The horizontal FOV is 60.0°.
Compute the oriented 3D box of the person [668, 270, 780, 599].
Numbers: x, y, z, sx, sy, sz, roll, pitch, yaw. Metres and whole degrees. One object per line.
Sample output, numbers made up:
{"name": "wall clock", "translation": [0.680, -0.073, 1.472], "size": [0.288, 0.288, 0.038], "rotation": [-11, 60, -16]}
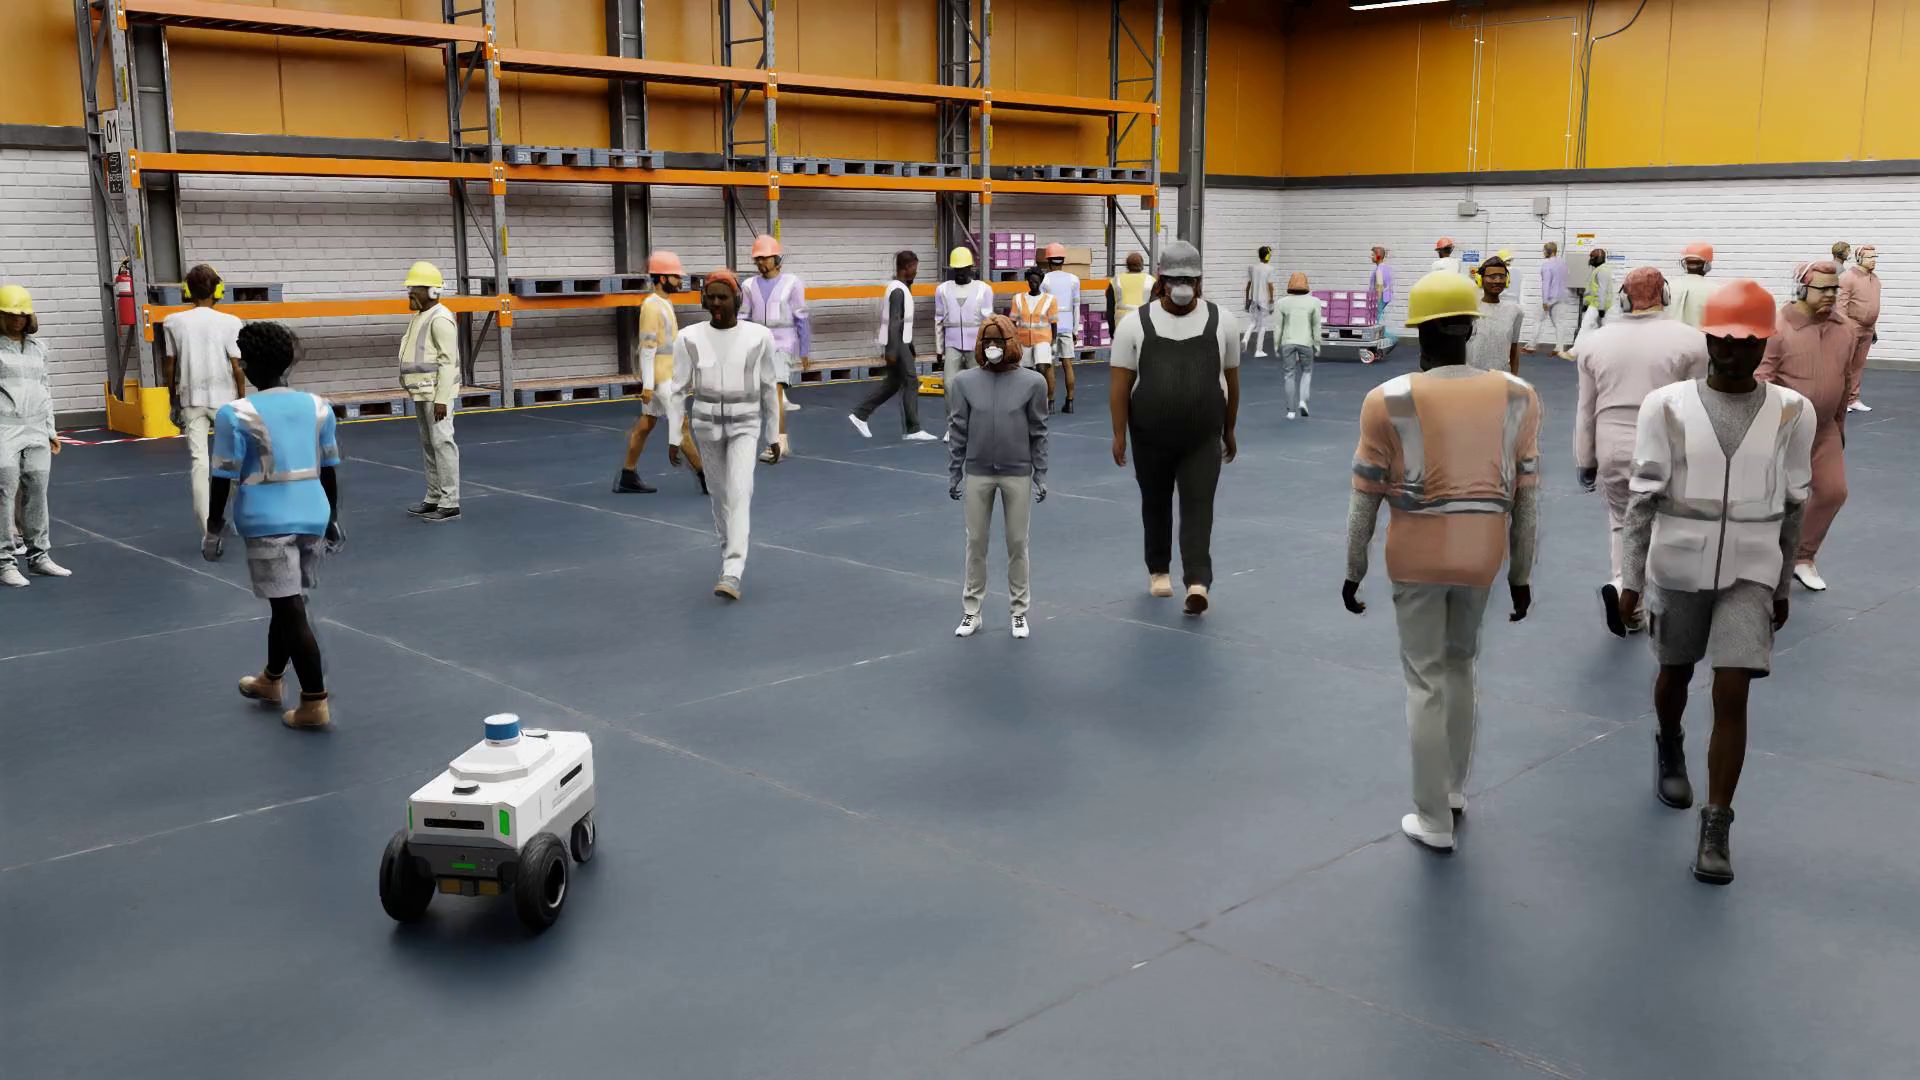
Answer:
{"name": "person", "translation": [-1.345, -0.610, 9.452], "size": [0.607, 1.826, 1.015], "rotation": [0, 10, 2]}

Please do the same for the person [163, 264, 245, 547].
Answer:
{"name": "person", "translation": [-4.923, -0.879, 10.907], "size": [0.535, 1.824, 0.935], "rotation": [-3, 11, -14]}

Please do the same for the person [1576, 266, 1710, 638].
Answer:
{"name": "person", "translation": [3.359, -0.414, 8.269], "size": [0.673, 1.876, 0.654], "rotation": [-10, 14, -43]}

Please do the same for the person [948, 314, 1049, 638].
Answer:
{"name": "person", "translation": [0.191, -0.315, 8.373], "size": [0.508, 1.632, 0.264], "rotation": [2, 11, 9]}

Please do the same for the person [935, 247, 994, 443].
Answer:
{"name": "person", "translation": [0.041, -1.885, 16.191], "size": [0.608, 1.898, 0.629], "rotation": [2, 11, 9]}

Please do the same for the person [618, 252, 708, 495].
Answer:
{"name": "person", "translation": [-2.243, -1.283, 12.949], "size": [0.997, 1.885, 0.565], "rotation": [-1, 10, -4]}

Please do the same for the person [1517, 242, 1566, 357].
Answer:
{"name": "person", "translation": [9.777, -4.019, 27.813], "size": [0.651, 1.899, 0.909], "rotation": [-8, 13, -37]}

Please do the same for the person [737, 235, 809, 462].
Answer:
{"name": "person", "translation": [-1.734, -1.689, 14.819], "size": [0.647, 2.009, 0.878], "rotation": [4, 11, 21]}

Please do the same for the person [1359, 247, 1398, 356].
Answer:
{"name": "person", "translation": [6.944, -3.928, 27.527], "size": [0.496, 1.830, 0.585], "rotation": [4, 11, 22]}

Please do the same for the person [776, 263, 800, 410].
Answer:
{"name": "person", "translation": [-2.268, -2.420, 19.236], "size": [0.745, 1.862, 0.583], "rotation": [0, 10, -2]}

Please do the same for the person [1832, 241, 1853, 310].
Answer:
{"name": "person", "translation": [12.118, -3.157, 23.037], "size": [0.372, 1.940, 0.630], "rotation": [5, 11, 23]}

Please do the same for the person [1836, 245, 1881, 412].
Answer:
{"name": "person", "translation": [10.329, -2.423, 19.118], "size": [0.637, 1.911, 0.403], "rotation": [-5, 12, -26]}

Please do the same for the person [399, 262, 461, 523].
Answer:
{"name": "person", "translation": [-3.762, -1.045, 11.810], "size": [0.404, 1.833, 0.592], "rotation": [-7, 13, -34]}

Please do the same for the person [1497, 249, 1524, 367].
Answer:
{"name": "person", "translation": [8.316, -3.568, 25.653], "size": [0.619, 1.795, 0.761], "rotation": [-5, 11, -25]}

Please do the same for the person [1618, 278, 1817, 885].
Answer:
{"name": "person", "translation": [2.497, 0.079, 5.535], "size": [0.558, 1.900, 0.987], "rotation": [4, 11, 19]}

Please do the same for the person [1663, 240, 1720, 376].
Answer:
{"name": "person", "translation": [6.262, -1.587, 14.356], "size": [0.639, 1.982, 0.568], "rotation": [10, 14, 43]}

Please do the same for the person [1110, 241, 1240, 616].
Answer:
{"name": "person", "translation": [1.159, -0.630, 8.977], "size": [0.704, 2.000, 1.035], "rotation": [1, 10, 5]}

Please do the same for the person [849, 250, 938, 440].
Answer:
{"name": "person", "translation": [-0.685, -1.929, 16.526], "size": [0.812, 1.883, 0.603], "rotation": [-1, 10, -5]}

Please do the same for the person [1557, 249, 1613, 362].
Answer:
{"name": "person", "translation": [10.083, -3.738, 26.590], "size": [0.944, 1.794, 0.640], "rotation": [5, 11, 24]}

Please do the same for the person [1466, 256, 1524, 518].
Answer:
{"name": "person", "translation": [3.766, -1.085, 11.917], "size": [0.511, 1.877, 0.328], "rotation": [0, 10, -2]}

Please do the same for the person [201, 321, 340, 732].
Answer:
{"name": "person", "translation": [-2.884, -0.060, 6.862], "size": [0.780, 1.662, 0.553], "rotation": [5, 12, 28]}

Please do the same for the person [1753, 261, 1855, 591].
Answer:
{"name": "person", "translation": [4.746, -0.621, 9.373], "size": [0.715, 1.882, 0.535], "rotation": [-2, 11, -13]}

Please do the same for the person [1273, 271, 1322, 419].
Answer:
{"name": "person", "translation": [3.710, -2.140, 18.328], "size": [0.520, 1.620, 0.341], "rotation": [2, 11, 9]}

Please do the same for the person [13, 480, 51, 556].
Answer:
{"name": "person", "translation": [-6.030, -0.725, 10.586], "size": [0.514, 1.644, 0.307], "rotation": [8, 13, 39]}

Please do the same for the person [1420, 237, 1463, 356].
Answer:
{"name": "person", "translation": [7.920, -3.913, 27.014], "size": [0.617, 1.999, 0.908], "rotation": [-5, 11, -25]}

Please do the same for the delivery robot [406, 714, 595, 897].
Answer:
{"name": "delivery robot", "translation": [-1.394, 0.778, 5.098], "size": [0.477, 0.478, 0.707], "rotation": [2, 10, 8]}

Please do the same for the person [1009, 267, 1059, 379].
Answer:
{"name": "person", "translation": [0.788, -2.155, 18.295], "size": [0.550, 1.680, 0.609], "rotation": [3, 11, 18]}

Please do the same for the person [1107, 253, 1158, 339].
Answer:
{"name": "person", "translation": [2.164, -2.665, 20.731], "size": [0.654, 1.794, 0.927], "rotation": [2, 11, 12]}

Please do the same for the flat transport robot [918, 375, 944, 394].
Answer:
{"name": "flat transport robot", "translation": [0.035, -2.029, 21.440], "size": [0.652, 0.197, 1.431], "rotation": [7, 12, 33]}

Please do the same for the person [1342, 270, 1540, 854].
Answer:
{"name": "person", "translation": [1.580, 0.059, 5.583], "size": [0.602, 1.901, 0.667], "rotation": [-1, 10, -5]}

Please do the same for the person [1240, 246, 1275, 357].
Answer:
{"name": "person", "translation": [4.959, -3.948, 27.622], "size": [0.527, 1.846, 0.535], "rotation": [9, 14, 42]}

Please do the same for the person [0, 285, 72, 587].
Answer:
{"name": "person", "translation": [-5.453, -0.608, 9.686], "size": [0.321, 1.737, 0.487], "rotation": [4, 11, 18]}

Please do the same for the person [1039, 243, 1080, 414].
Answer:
{"name": "person", "translation": [1.084, -2.393, 18.880], "size": [0.551, 1.932, 0.376], "rotation": [-4, 11, -20]}
